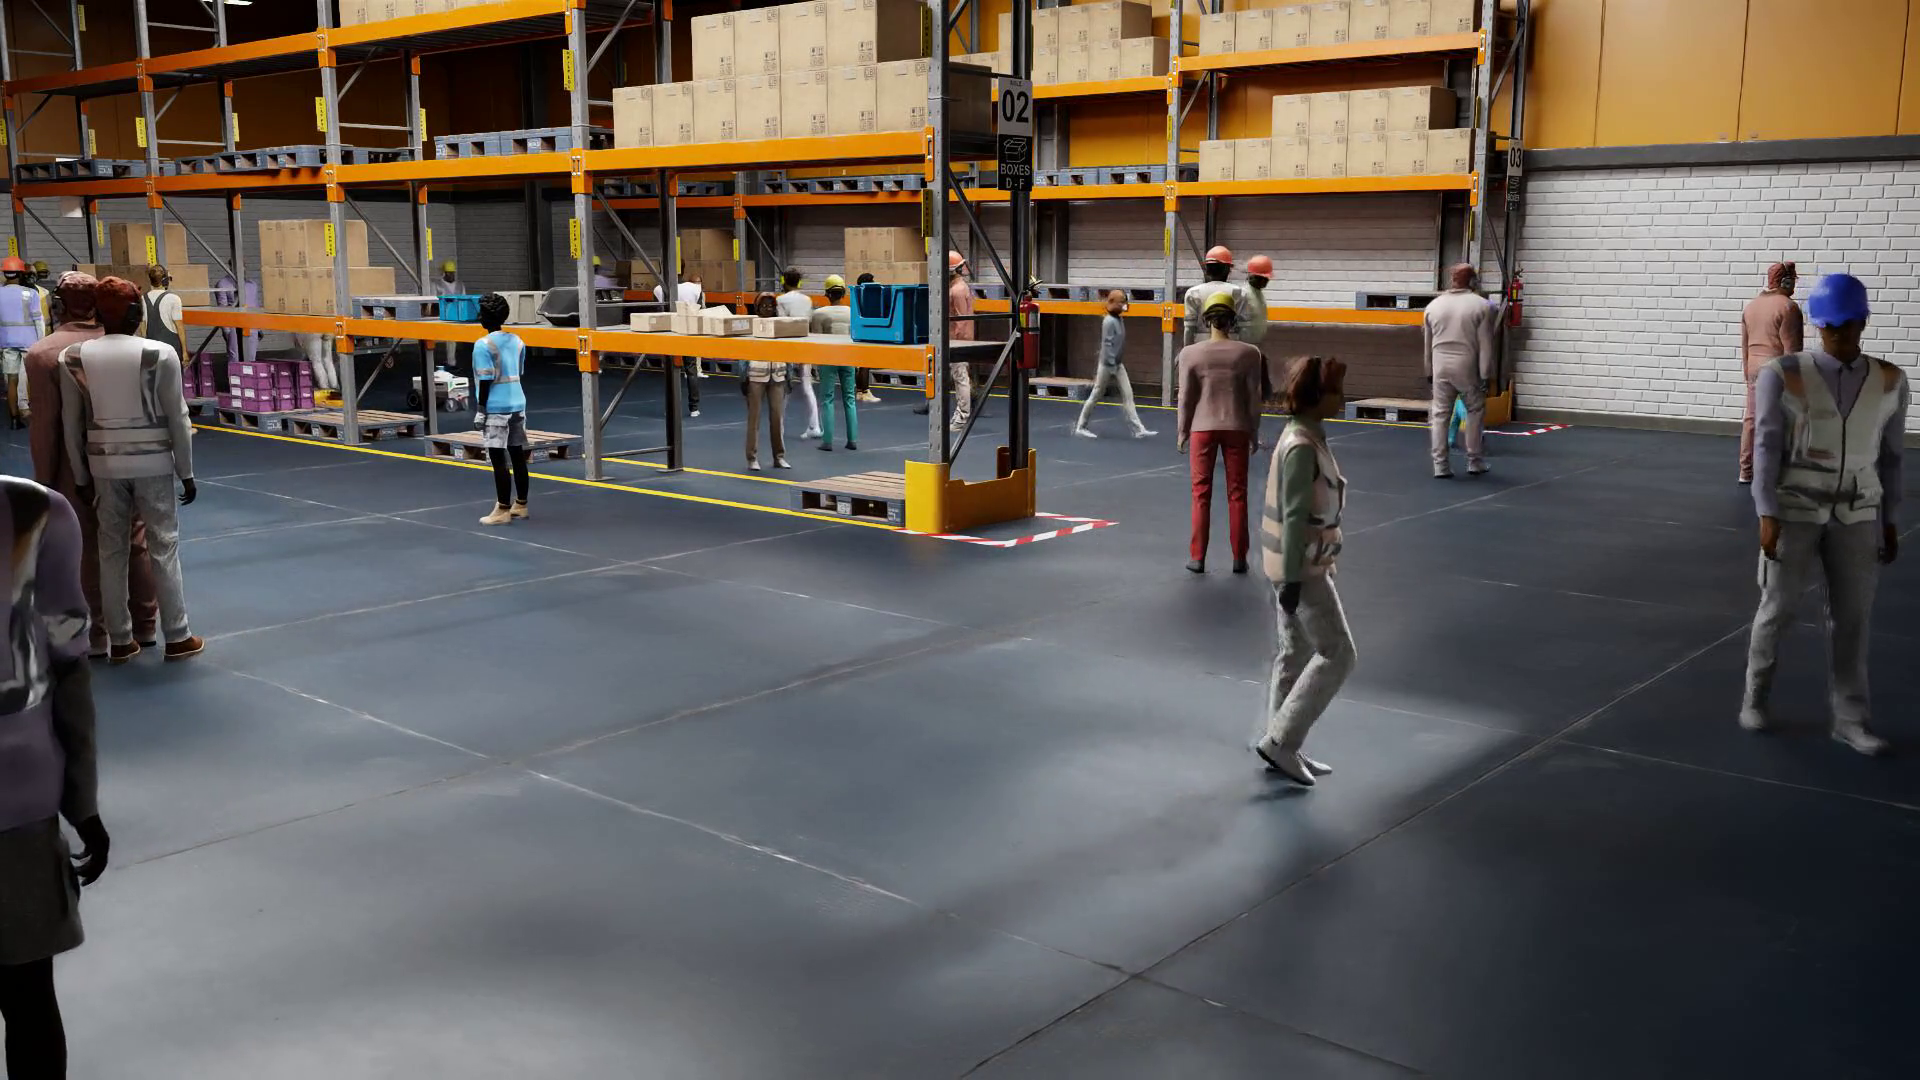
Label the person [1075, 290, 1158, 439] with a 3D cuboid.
[{"bbox_3d":[1.635,-1.854,17.642,0.889,1.580,0.505,5,11,25],"label":"person"}]

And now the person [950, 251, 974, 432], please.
[{"bbox_3d":[-0.049,-2.191,18.417,0.401,1.984,0.612,0,10,0],"label":"person"}]

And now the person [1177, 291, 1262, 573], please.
[{"bbox_3d":[1.611,-0.665,10.372,0.523,1.760,0.327,1,10,4],"label":"person"}]

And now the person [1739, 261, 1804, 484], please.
[{"bbox_3d":[6.891,-1.389,14.067,0.406,1.910,0.639,-2,10,-11],"label":"person"}]

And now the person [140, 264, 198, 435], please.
[{"bbox_3d":[-8.541,-2.030,17.894,0.505,1.846,0.345,1,10,8],"label":"person"}]

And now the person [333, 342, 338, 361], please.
[{"bbox_3d":[-11.089,-4.006,29.770,0.273,1.627,0.502,-8,13,-38],"label":"person"}]

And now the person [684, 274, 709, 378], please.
[{"bbox_3d":[-4.118,-3.315,25.850,0.282,1.626,0.491,6,12,31],"label":"person"}]

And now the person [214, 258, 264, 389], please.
[{"bbox_3d":[-9.717,-2.872,22.513,0.410,1.909,0.643,5,11,27],"label":"person"}]

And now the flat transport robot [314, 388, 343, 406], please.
[{"bbox_3d":[-8.514,-1.831,21.240,1.431,0.197,0.652,8,13,39],"label":"flat transport robot"}]

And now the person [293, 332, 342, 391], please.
[{"bbox_3d":[-8.882,-2.901,22.799,1.056,1.888,0.640,8,13,37],"label":"person"}]

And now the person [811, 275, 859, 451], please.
[{"bbox_3d":[-1.246,-1.770,16.672,0.529,1.761,0.340,-5,11,-26],"label":"person"}]

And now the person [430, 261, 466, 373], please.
[{"bbox_3d":[-8.195,-3.600,26.939,0.619,1.801,0.779,-10,14,-44],"label":"person"}]

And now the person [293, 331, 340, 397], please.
[{"bbox_3d":[-8.252,-2.663,21.286,0.435,1.920,0.644,7,12,36],"label":"person"}]

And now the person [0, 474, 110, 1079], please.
[{"bbox_3d":[-1.912,0.516,3.147,0.551,1.932,0.378,-7,12,-35],"label":"person"}]

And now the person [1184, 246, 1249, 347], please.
[{"bbox_3d":[2.412,-1.736,15.672,0.608,2.040,0.394,2,10,14],"label":"person"}]

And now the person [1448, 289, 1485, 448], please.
[{"bbox_3d":[5.019,-1.775,16.538,0.574,1.819,0.869,-3,10,-17],"label":"person"}]

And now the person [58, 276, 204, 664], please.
[{"bbox_3d":[-4.028,-0.331,8.103,0.573,1.887,0.355,-1,10,-8],"label":"person"}]

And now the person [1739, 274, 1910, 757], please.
[{"bbox_3d":[3.529,-0.111,6.791,0.638,1.925,0.604,1,10,5],"label":"person"}]

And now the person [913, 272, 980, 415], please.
[{"bbox_3d":[-0.122,-2.427,20.002,0.894,1.914,0.543,3,11,18],"label":"person"}]

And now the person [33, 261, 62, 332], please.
[{"bbox_3d":[-14.071,-3.376,25.602,0.403,1.828,0.598,5,11,28],"label":"person"}]

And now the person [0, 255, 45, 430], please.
[{"bbox_3d":[-10.464,-2.189,18.531,0.545,1.941,0.351,-1,10,-8],"label":"person"}]

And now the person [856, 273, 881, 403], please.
[{"bbox_3d":[-1.232,-2.652,21.860,0.318,1.697,0.535,-3,11,-18],"label":"person"}]

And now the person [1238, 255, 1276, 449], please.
[{"bbox_3d":[2.908,-1.874,16.702,0.589,1.950,0.656,6,12,32],"label":"person"}]

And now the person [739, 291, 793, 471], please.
[{"bbox_3d":[-1.775,-1.450,15.204,0.517,1.632,0.314,-5,11,-28],"label":"person"}]

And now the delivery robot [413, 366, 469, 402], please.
[{"bbox_3d":[-6.462,-1.924,20.697,0.707,0.478,0.477,5,11,28],"label":"delivery robot"}]

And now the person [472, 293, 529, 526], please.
[{"bbox_3d":[-3.368,-0.951,12.172,0.321,1.697,0.529,3,11,19],"label":"person"}]

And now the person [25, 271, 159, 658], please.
[{"bbox_3d":[-4.314,-0.369,8.262,0.407,1.910,0.639,6,11,30],"label":"person"}]

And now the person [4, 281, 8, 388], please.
[{"bbox_3d":[-13.218,-2.924,23.352,0.514,1.715,0.535,2,10,9],"label":"person"}]

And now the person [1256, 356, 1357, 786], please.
[{"bbox_3d":[1.320,0.124,6.270,0.374,1.628,0.519,1,10,8],"label":"person"}]

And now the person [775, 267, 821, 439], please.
[{"bbox_3d":[-1.787,-1.993,17.778,0.552,1.814,0.979,-7,12,-34],"label":"person"}]

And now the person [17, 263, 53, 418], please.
[{"bbox_3d":[-11.143,-2.391,19.976,0.430,1.838,0.623,4,11,23],"label":"person"}]

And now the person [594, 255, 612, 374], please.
[{"bbox_3d":[-5.841,-3.607,26.678,0.593,1.910,0.447,-7,12,-35],"label":"person"}]

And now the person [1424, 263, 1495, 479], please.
[{"bbox_3d":[4.466,-1.497,14.744,0.681,1.877,0.811,8,13,39],"label":"person"}]

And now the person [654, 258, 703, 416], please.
[{"bbox_3d":[-3.363,-2.427,19.945,0.593,1.920,0.391,-3,10,-18],"label":"person"}]
